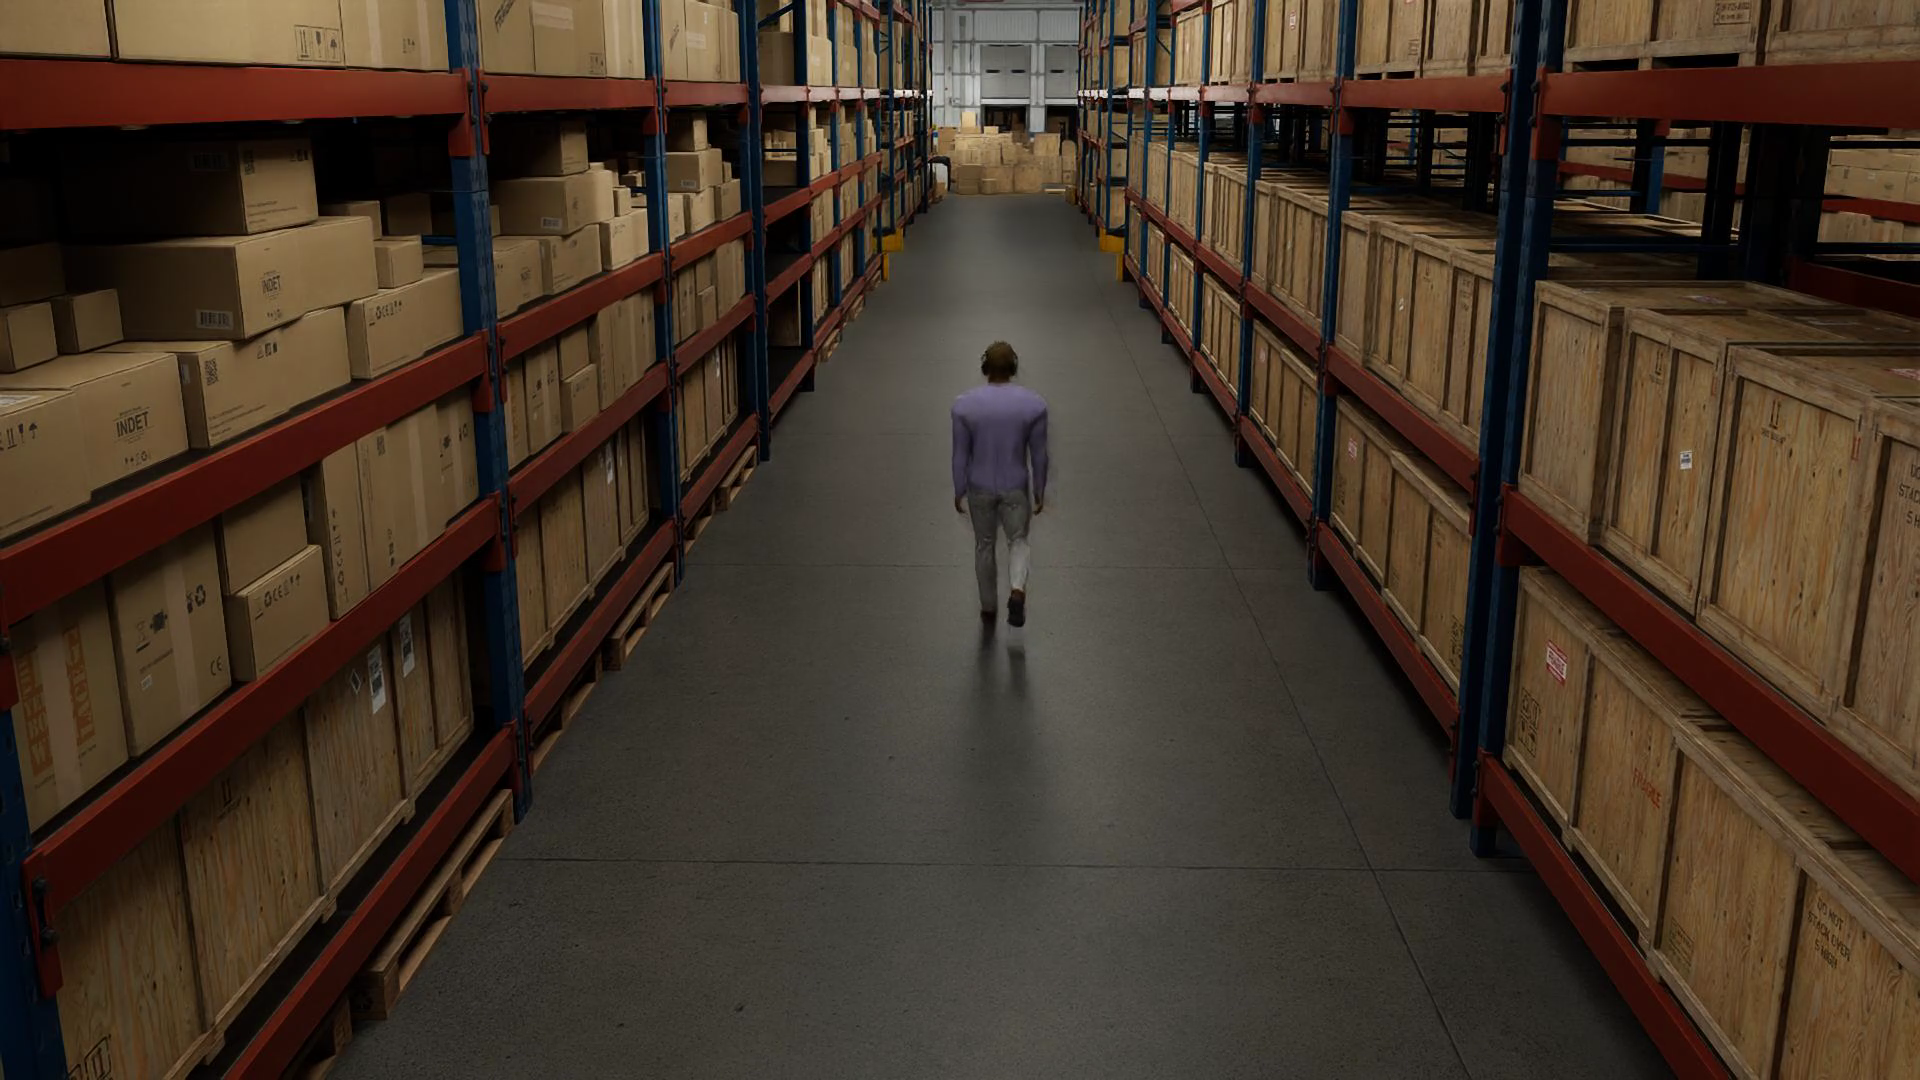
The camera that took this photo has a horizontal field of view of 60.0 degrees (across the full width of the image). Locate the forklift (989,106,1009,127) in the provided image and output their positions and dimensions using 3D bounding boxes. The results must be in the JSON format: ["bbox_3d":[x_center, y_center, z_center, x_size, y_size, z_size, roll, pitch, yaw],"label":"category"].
[{"bbox_3d":[1.963,-20.465,83.934,1.129,2.768,1.873,-7,16,-23],"label":"forklift"}]

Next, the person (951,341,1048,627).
[{"bbox_3d":[0.257,-0.333,10.858,0.632,1.925,0.618,-1,15,-2],"label":"person"}]

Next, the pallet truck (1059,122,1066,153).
[{"bbox_3d":[5.788,-21.111,88.014,1.885,1.965,0.823,5,16,18],"label":"pallet truck"}]
